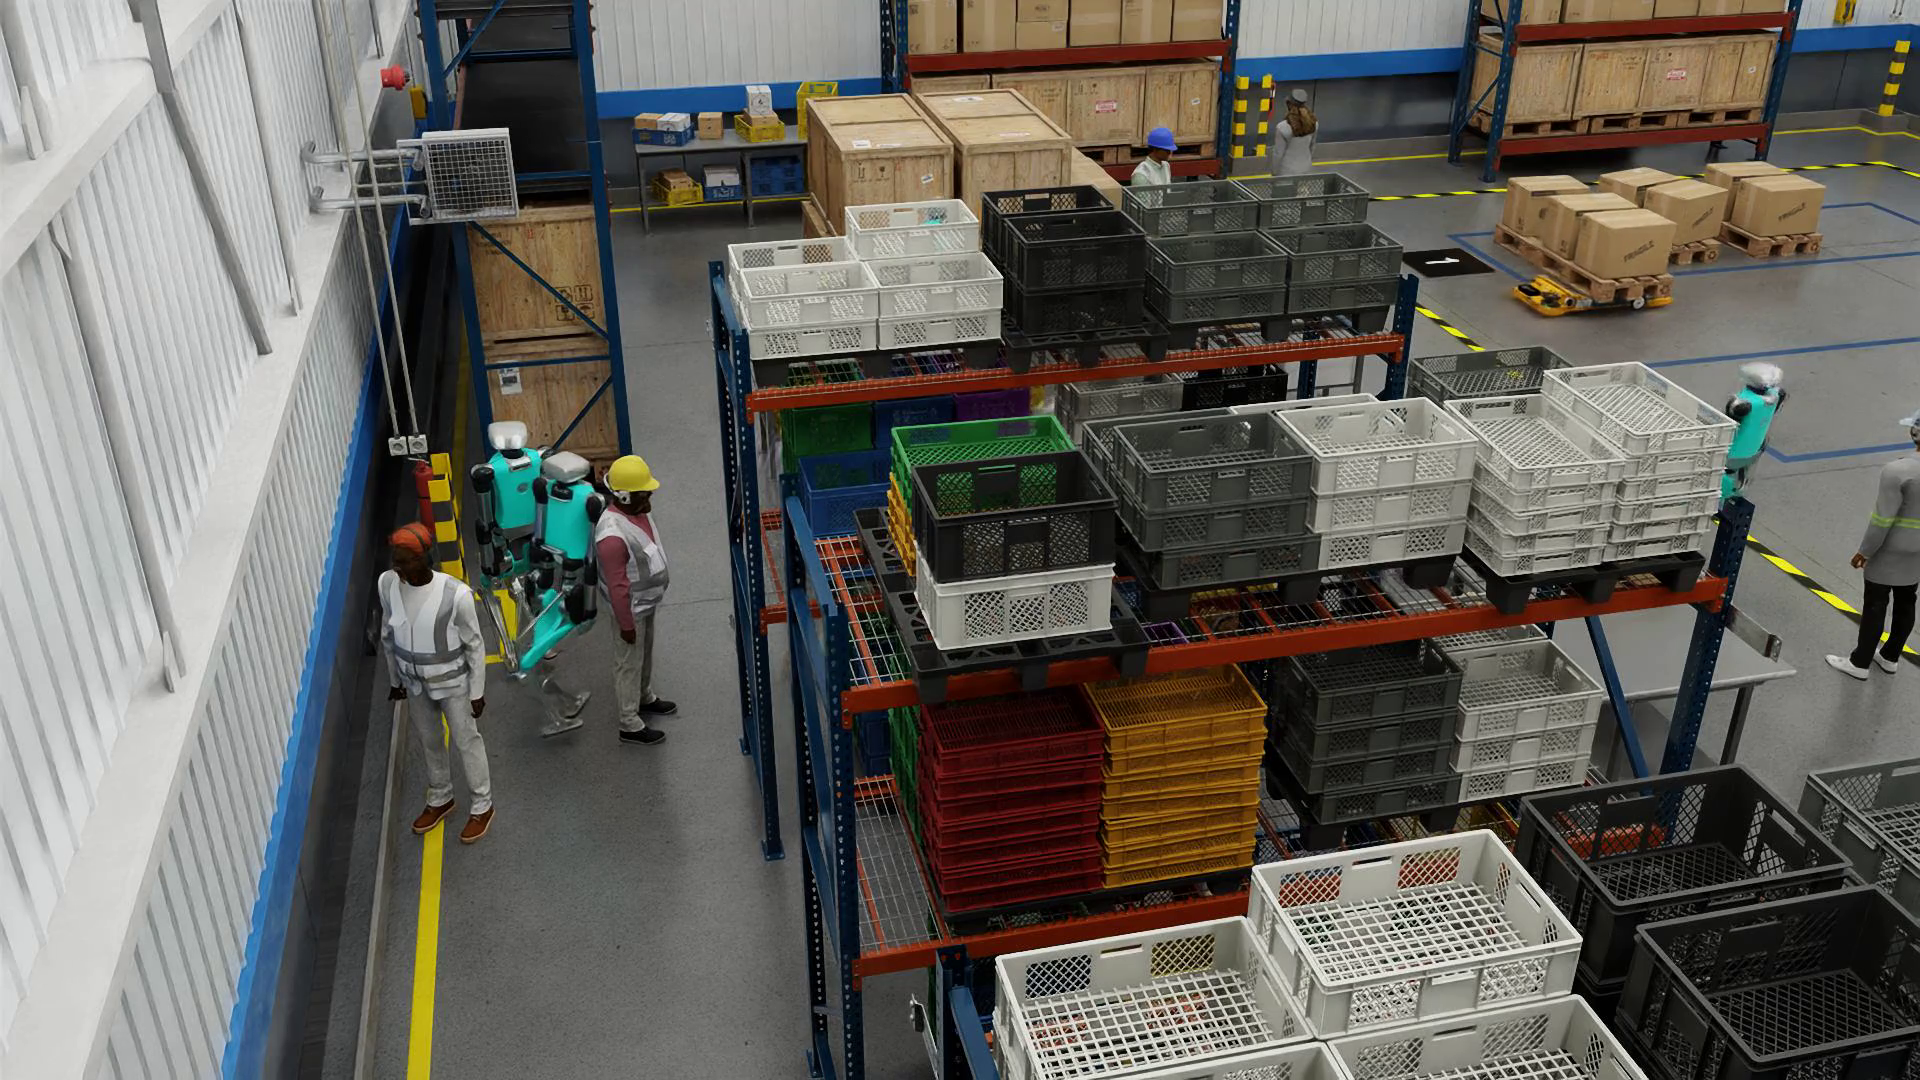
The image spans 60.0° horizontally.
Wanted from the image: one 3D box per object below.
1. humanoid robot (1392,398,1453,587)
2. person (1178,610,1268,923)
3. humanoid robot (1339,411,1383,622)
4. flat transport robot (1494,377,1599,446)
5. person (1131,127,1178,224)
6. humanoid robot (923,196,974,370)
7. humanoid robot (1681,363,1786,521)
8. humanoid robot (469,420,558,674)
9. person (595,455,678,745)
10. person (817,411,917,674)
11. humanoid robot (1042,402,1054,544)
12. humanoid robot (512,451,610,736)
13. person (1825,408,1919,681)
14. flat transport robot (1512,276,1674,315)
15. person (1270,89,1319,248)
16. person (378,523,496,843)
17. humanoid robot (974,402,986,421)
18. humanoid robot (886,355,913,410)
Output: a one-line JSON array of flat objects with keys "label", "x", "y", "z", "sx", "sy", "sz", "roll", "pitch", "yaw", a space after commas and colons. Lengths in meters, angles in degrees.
[{"label": "humanoid robot", "x": 3.337, "y": -0.430, "z": 11.353, "sx": 0.617, "sy": 1.632, "sz": 0.442, "roll": 16, "pitch": 32, "yaw": 28}, {"label": "person", "x": 1.245, "y": 1.167, "z": 8.160, "sx": 0.616, "sy": 1.836, "sz": 0.432, "roll": -18, "pitch": 33, "yaw": -30}, {"label": "humanoid robot", "x": 2.598, "y": -0.040, "z": 10.620, "sx": 0.595, "sy": 1.646, "sz": 0.476, "roll": -4, "pitch": 28, "yaw": -7}, {"label": "flat transport robot", "x": 4.780, "y": -1.036, "z": 14.013, "sx": 0.659, "sy": 0.231, "sz": 1.431, "roll": -6, "pitch": 28, "yaw": -12}, {"label": "person", "x": 1.836, "y": -2.991, "z": 15.935, "sx": 0.412, "sy": 1.939, "sz": 0.602, "roll": 18, "pitch": 33, "yaw": 30}, {"label": "humanoid robot", "x": 0.107, "y": -2.043, "z": 14.350, "sx": 0.877, "sy": 1.771, "sz": 0.592, "roll": 14, "pitch": 31, "yaw": 25}, {"label": "humanoid robot", "x": 4.992, "y": -0.406, "z": 11.302, "sx": 0.532, "sy": 1.831, "sz": 0.822, "roll": -19, "pitch": 33, "yaw": -31}, {"label": "humanoid robot", "x": -2.817, "y": -0.009, "z": 10.350, "sx": 0.533, "sy": 1.673, "sz": 0.735, "roll": -20, "pitch": 34, "yaw": -34}, {"label": "person", "x": -1.893, "y": 0.340, "z": 9.738, "sx": 0.405, "sy": 1.823, "sz": 0.589, "roll": 2, "pitch": 28, "yaw": 4}, {"label": "person", "x": -0.491, "y": -0.010, "z": 10.192, "sx": 0.793, "sy": 2.011, "sz": 0.621, "roll": 5, "pitch": 28, "yaw": 10}, {"label": "humanoid robot", "x": 0.428, "y": -0.078, "z": 10.660, "sx": 0.770, "sy": 1.814, "sz": 0.544, "roll": 13, "pitch": 30, "yaw": 23}, {"label": "humanoid robot", "x": -2.430, "y": 0.418, "z": 9.686, "sx": 0.543, "sy": 1.736, "sz": 0.887, "roll": 16, "pitch": 32, "yaw": 28}, {"label": "person", "x": 5.820, "y": 0.013, "z": 10.328, "sx": 0.586, "sy": 1.848, "sz": 0.394, "roll": -7, "pitch": 29, "yaw": -14}, {"label": "flat transport robot", "x": 6.401, "y": -2.521, "z": 16.801, "sx": 1.431, "sy": 0.197, "sz": 0.652, "roll": -6, "pitch": 28, "yaw": -12}, {"label": "person", "x": 3.591, "y": -3.991, "z": 18.012, "sx": 0.567, "sy": 1.766, "sz": 0.424, "roll": -16, "pitch": 32, "yaw": -27}, {"label": "person", "x": -2.794, "y": 0.763, "z": 8.866, "sx": 0.583, "sy": 1.882, "sz": 0.345, "roll": 9, "pitch": 29, "yaw": 16}, {"label": "humanoid robot", "x": 0.138, "y": -0.212, "z": 10.938, "sx": 0.322, "sy": 1.647, "sz": 0.589, "roll": -9, "pitch": 29, "yaw": -16}, {"label": "humanoid robot", "x": -0.454, "y": -0.515, "z": 11.511, "sx": 0.358, "sy": 1.646, "sz": 0.611, "roll": 4, "pitch": 28, "yaw": 7}]
